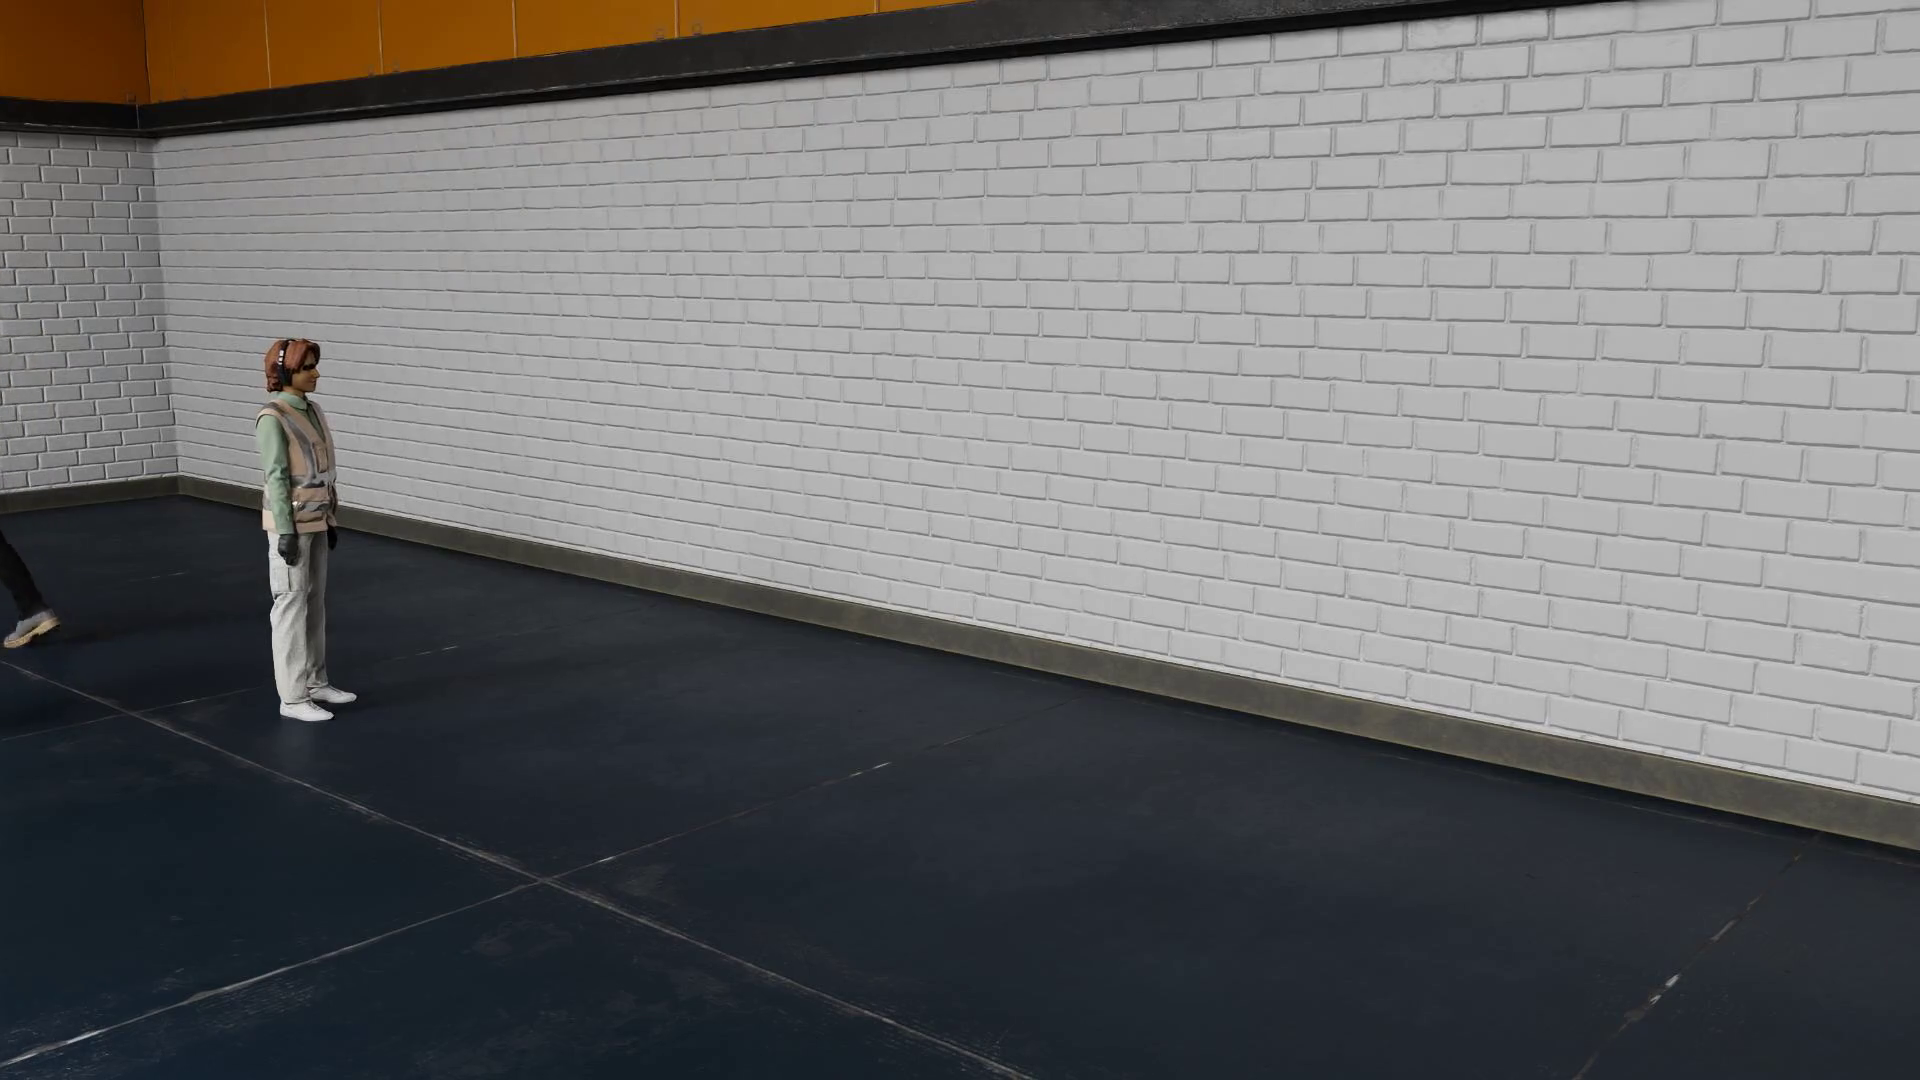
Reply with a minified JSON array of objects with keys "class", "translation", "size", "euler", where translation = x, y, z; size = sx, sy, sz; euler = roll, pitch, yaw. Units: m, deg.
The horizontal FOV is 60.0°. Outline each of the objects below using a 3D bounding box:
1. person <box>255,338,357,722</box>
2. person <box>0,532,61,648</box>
[{"class":"person","translation":[-2.845,-0.046,7.184],"size":[0.309,1.641,0.515],"euler":[0,10,-1]},{"class":"person","translation":[-5.071,-0.398,8.295],"size":[0.995,1.958,0.608],"euler":[2,10,11]}]
